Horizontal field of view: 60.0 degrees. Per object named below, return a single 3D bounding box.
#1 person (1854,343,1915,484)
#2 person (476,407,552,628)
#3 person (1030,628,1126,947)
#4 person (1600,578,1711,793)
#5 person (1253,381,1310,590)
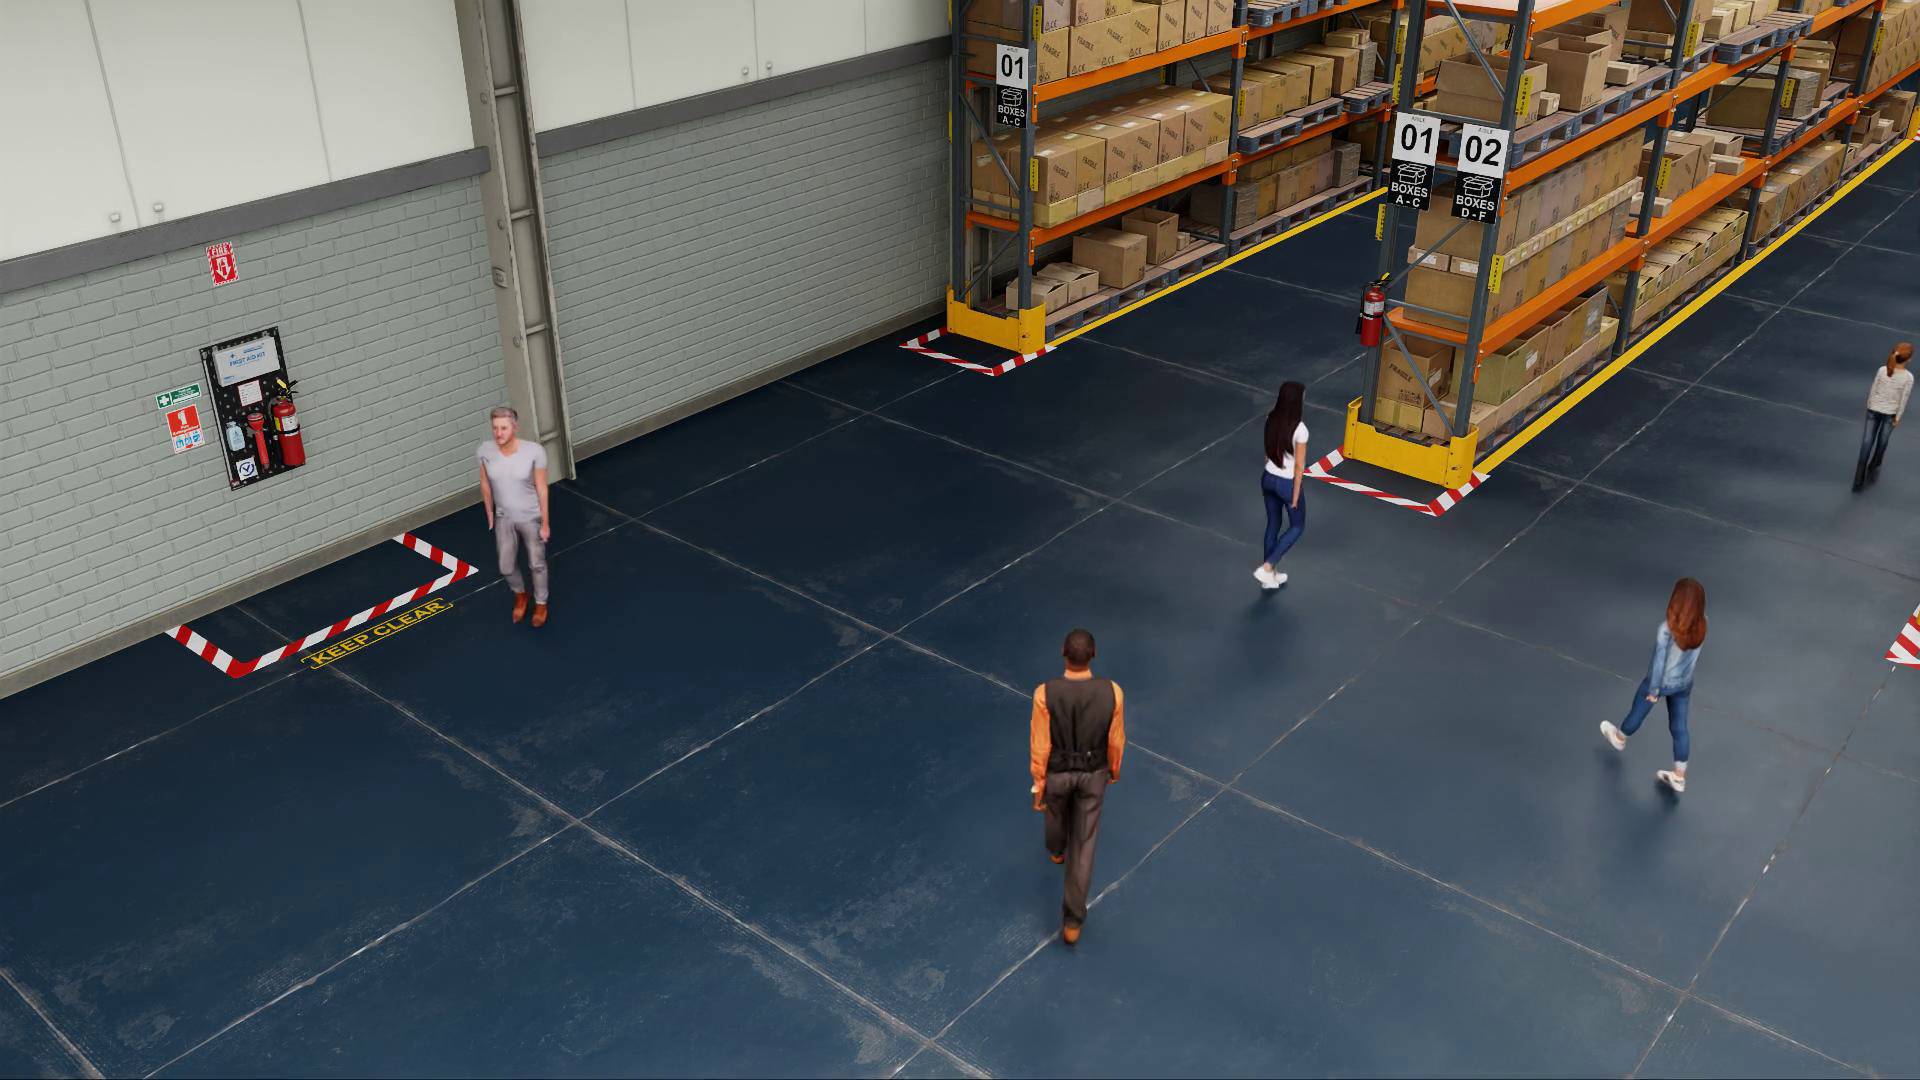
[{"bbox_3d":[8.174,-1.107,14.778,0.504,1.291,0.902,20,34,33],"label":"person"},{"bbox_3d":[-3.290,-0.224,12.559,0.794,1.817,0.833,0,28,0],"label":"person"},{"bbox_3d":[0.661,1.428,9.419,1.210,1.853,1.337,0,28,1],"label":"person"},{"bbox_3d":[4.637,0.953,10.746,1.011,1.444,0.971,-8,29,-15],"label":"person"},{"bbox_3d":[2.435,-0.384,12.918,0.739,1.763,0.658,-20,34,-32],"label":"person"}]
